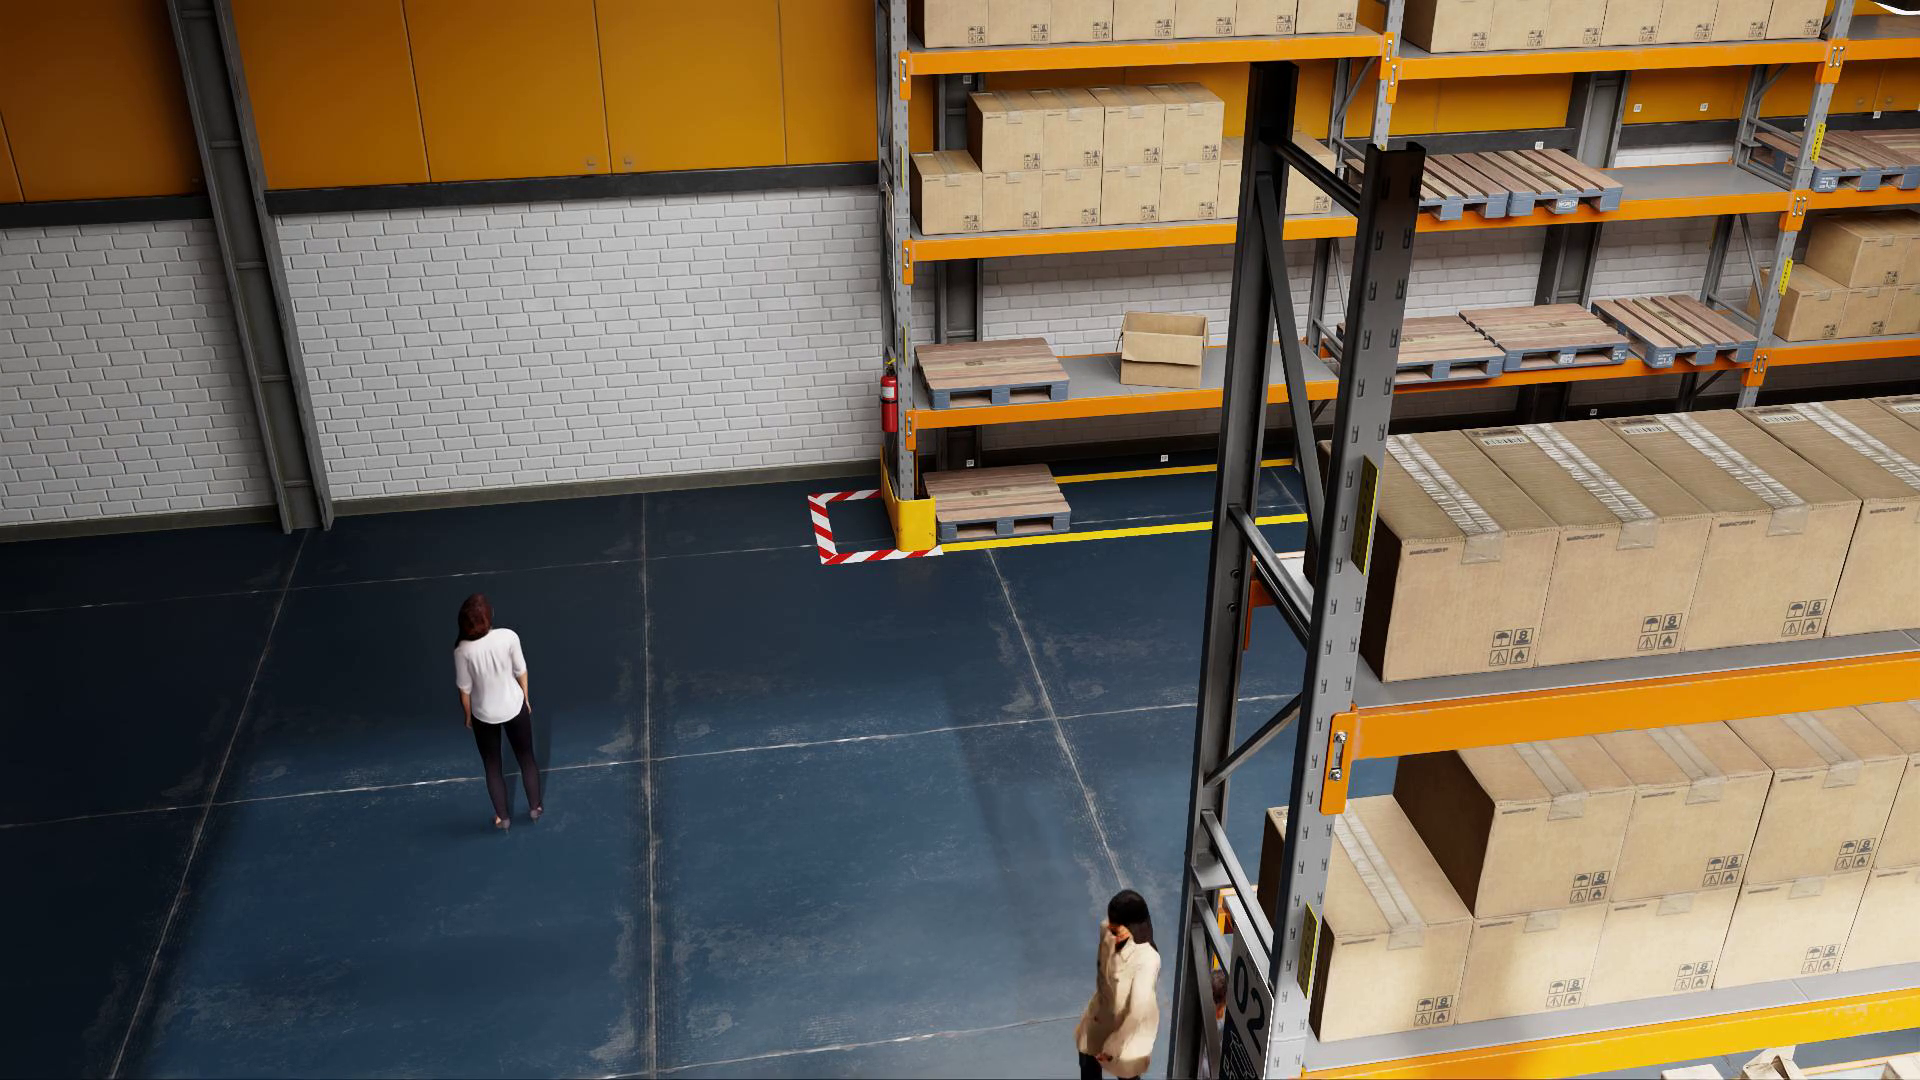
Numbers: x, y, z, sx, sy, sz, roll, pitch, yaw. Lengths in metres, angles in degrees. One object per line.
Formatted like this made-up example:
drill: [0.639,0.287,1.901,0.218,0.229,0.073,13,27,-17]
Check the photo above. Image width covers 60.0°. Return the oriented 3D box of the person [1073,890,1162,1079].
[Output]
person: [0.920,2.467,8.603,0.795,1.666,0.765,-14,32,-24]

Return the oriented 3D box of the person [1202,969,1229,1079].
person: [1.228,2.705,8.402,0.948,1.442,0.771,-16,33,-27]

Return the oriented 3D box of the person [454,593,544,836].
person: [-3.016,1.147,10.890,0.541,1.793,0.714,-12,31,-21]
